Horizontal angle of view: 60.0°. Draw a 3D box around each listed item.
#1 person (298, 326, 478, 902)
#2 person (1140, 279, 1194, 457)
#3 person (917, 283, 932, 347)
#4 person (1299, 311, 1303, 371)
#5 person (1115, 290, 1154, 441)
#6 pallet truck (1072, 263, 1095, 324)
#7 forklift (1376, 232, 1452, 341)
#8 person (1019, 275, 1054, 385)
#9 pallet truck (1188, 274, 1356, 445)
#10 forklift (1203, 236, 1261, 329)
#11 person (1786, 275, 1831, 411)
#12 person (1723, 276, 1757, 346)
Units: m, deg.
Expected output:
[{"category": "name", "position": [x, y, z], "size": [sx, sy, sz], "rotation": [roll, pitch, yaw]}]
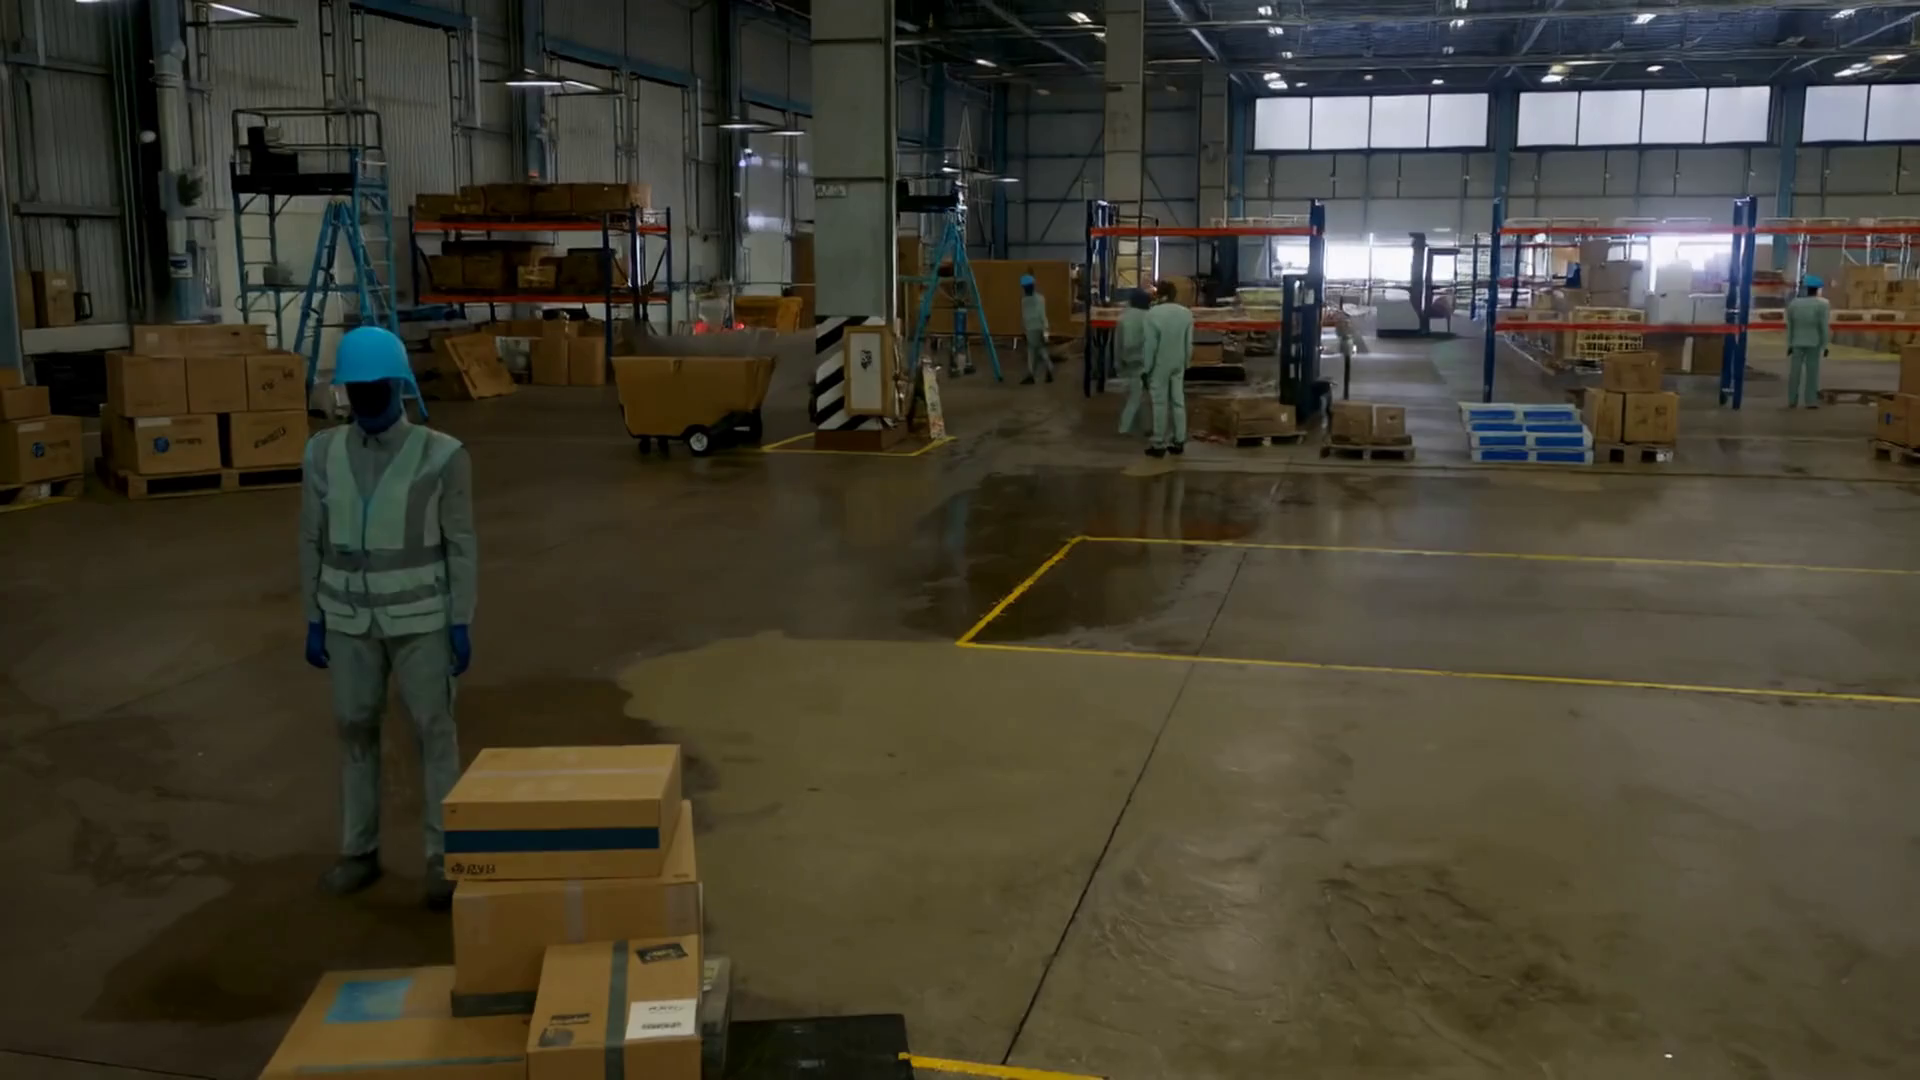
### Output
[{"category": "person", "position": [-1.932, 0.258, 5.620], "size": [0.606, 1.949, 0.392], "rotation": [1, 10, 3]}, {"category": "person", "position": [2.252, -1.877, 18.226], "size": [0.627, 1.940, 0.372], "rotation": [-5, 11, -28]}, {"category": "person", "position": [-0.869, -5.579, 40.725], "size": [0.317, 1.697, 0.540], "rotation": [-8, 12, -39]}, {"category": "person", "position": [6.719, -4.100, 31.904], "size": [0.485, 1.739, 0.319], "rotation": [-8, 13, -39]}, {"category": "person", "position": [2.155, -2.088, 19.934], "size": [0.968, 1.799, 0.620], "rotation": [-8, 13, -40]}, {"category": "pallet truck", "position": [4.325, -8.180, 55.162], "size": [0.823, 1.965, 1.885], "rotation": [6, 11, 31]}, {"category": "forklift", "position": [11.835, -6.584, 43.170], "size": [1.873, 2.768, 1.129], "rotation": [2, 10, 14]}, {"category": "person", "position": [1.342, -3.614, 28.659], "size": [0.624, 1.881, 0.936], "rotation": [8, 13, 40]}, {"category": "pallet truck", "position": [3.653, -2.138, 19.590], "size": [1.885, 1.965, 0.823], "rotation": [-4, 10, -20]}, {"category": "forklift", "position": [8.181, -7.859, 50.677], "size": [1.873, 2.768, 1.129], "rotation": [-2, 10, -12]}, {"category": "person", "position": [12.086, -2.804, 23.707], "size": [0.357, 1.930, 0.591], "rotation": [-9, 13, -43]}, {"category": "person", "position": [16.283, -4.654, 34.682], "size": [0.986, 1.895, 0.657], "rotation": [-9, 13, -42]}]
